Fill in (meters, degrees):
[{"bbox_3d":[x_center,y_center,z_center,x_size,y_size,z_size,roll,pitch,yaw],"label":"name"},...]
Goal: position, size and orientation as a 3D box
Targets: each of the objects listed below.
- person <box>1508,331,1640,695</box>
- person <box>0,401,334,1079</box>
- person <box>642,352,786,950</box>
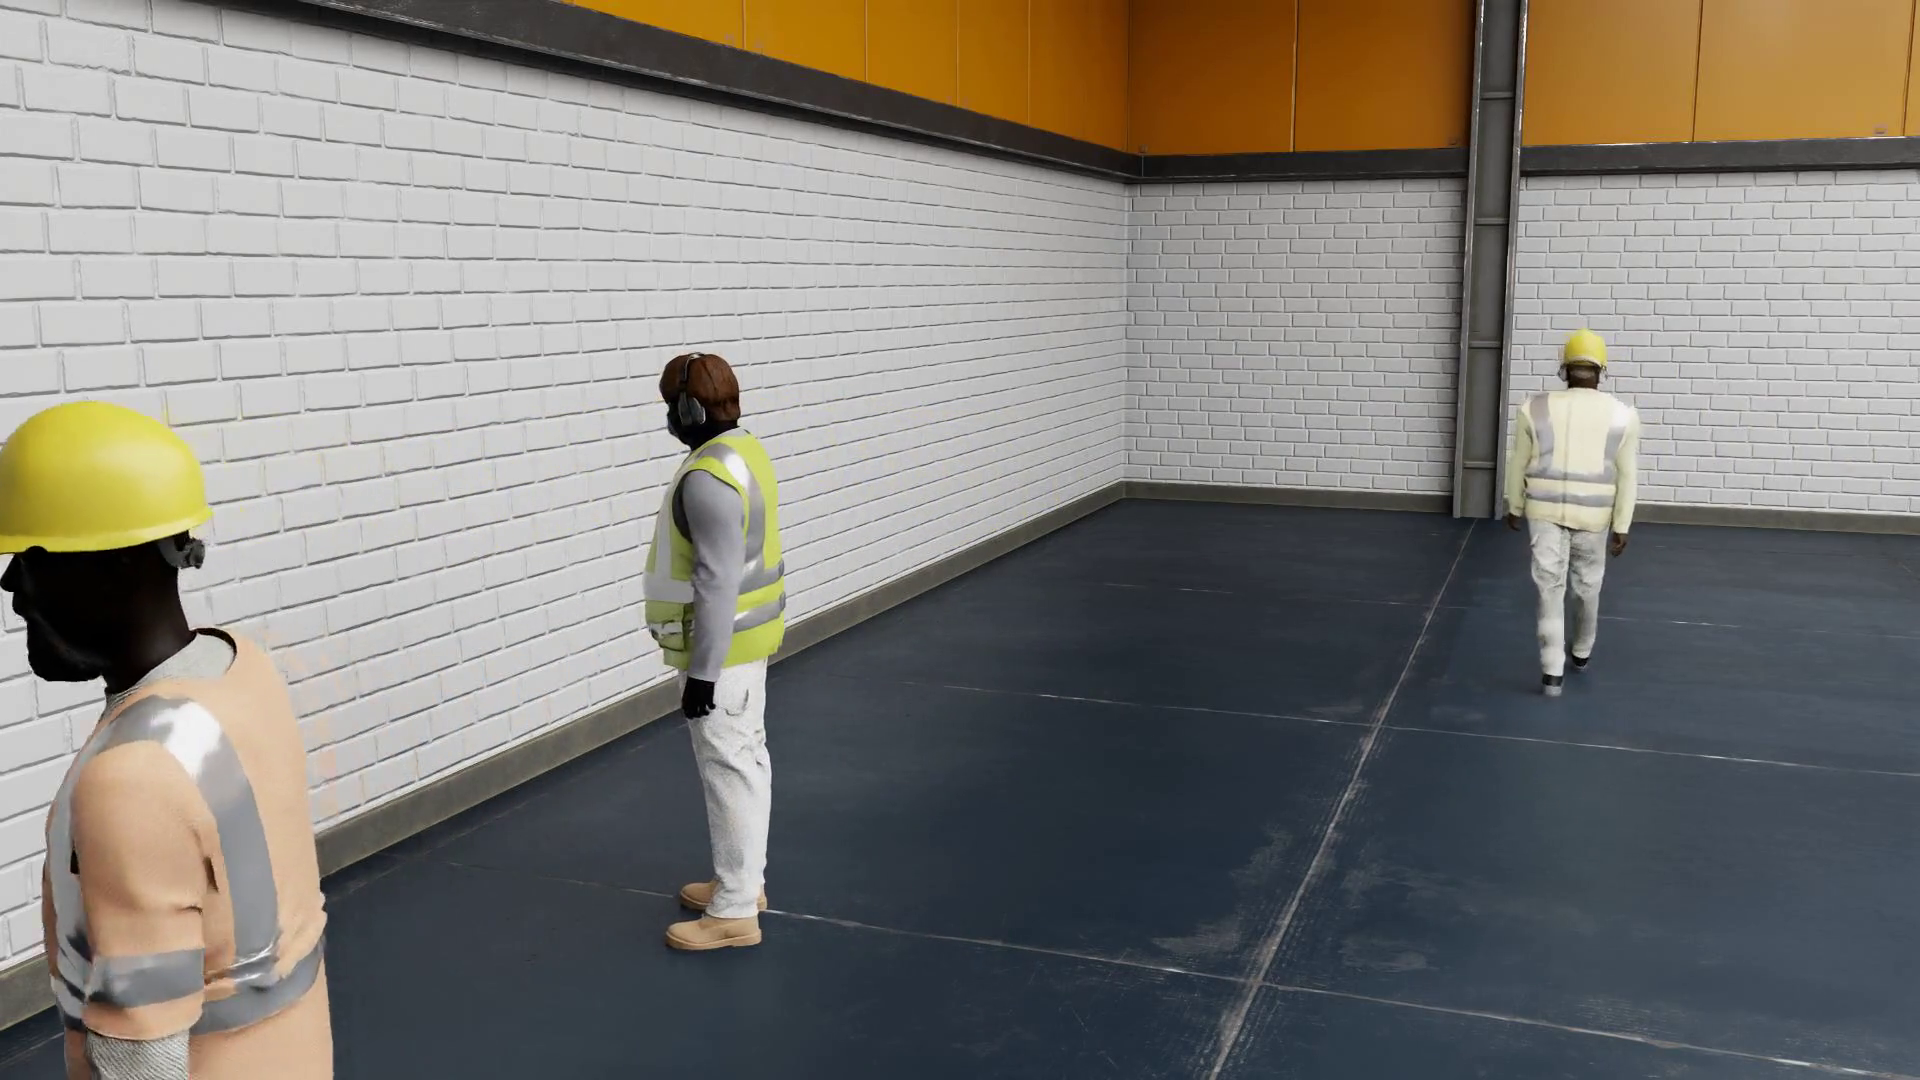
[{"bbox_3d":[3.080,-0.153,8.415,0.594,1.789,0.865,2,9,14],"label":"person"},{"bbox_3d":[-1.027,0.768,2.224,0.447,1.913,0.617,-2,9,-14],"label":"person"},{"bbox_3d":[-0.760,0.342,5.156,0.430,1.838,0.624,0,9,2],"label":"person"}]
